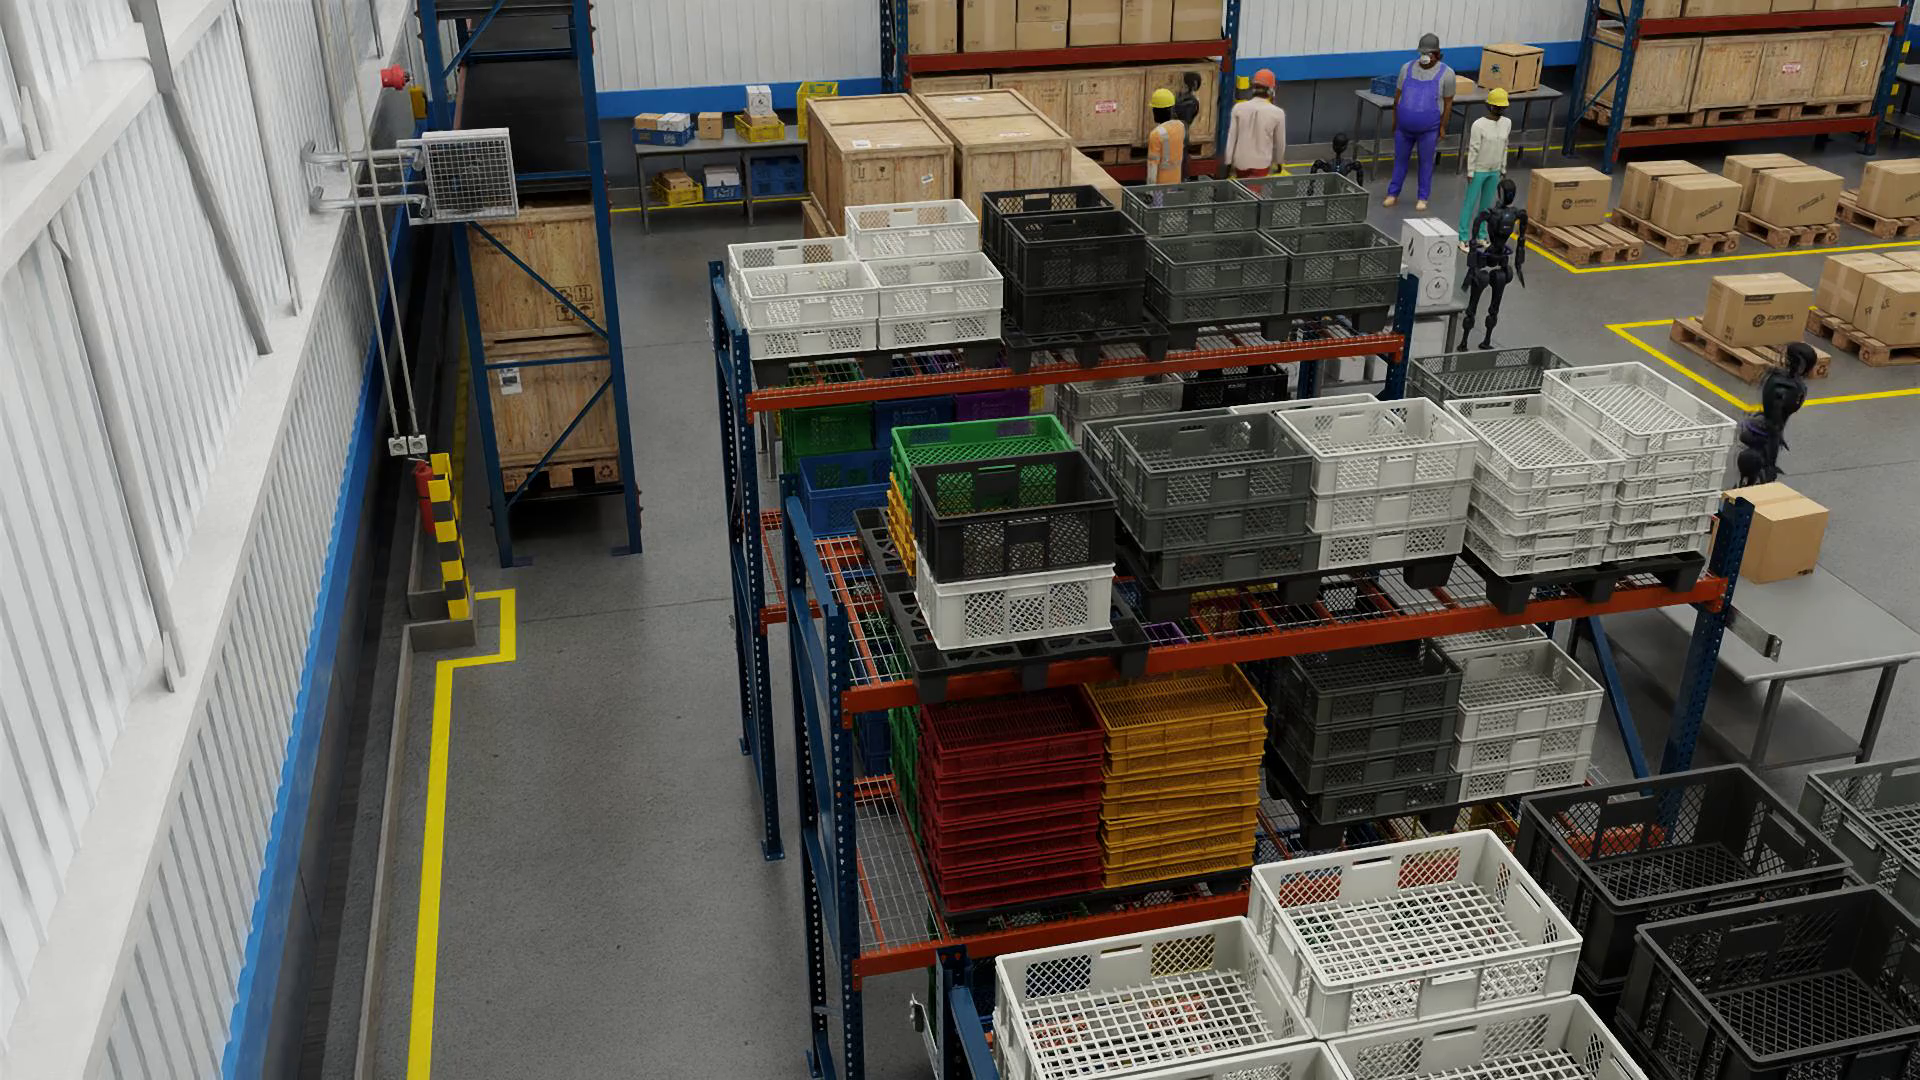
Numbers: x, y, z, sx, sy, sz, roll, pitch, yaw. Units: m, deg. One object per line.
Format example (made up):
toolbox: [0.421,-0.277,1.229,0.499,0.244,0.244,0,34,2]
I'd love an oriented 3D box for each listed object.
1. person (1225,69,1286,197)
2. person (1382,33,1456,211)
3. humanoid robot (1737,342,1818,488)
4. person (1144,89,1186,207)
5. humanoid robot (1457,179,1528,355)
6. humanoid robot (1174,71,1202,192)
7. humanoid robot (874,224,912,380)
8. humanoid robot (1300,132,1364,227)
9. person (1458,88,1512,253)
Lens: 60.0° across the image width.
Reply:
person: [3.241,-4.140,18.107,0.596,1.939,1.022,17,32,29]
person: [5.338,-4.863,19.375,0.675,2.000,0.536,15,31,26]
humanoid robot: [5.743,-0.701,11.907,0.662,1.620,0.651,21,34,34]
person: [2.105,-3.740,17.380,0.405,1.918,0.582,19,33,32]
humanoid robot: [4.897,-2.495,15.252,0.603,1.657,0.318,-5,28,-9]
humanoid robot: [2.519,-4.620,19.315,0.505,1.641,0.642,2,28,5]
humanoid robot: [-0.545,-1.873,14.075,0.603,1.657,0.318,15,31,26]
humanoid robot: [3.747,-3.274,16.733,0.609,1.657,0.313,3,28,6]
person: [5.717,-4.013,18.054,0.521,1.768,0.310,-12,30,-22]
